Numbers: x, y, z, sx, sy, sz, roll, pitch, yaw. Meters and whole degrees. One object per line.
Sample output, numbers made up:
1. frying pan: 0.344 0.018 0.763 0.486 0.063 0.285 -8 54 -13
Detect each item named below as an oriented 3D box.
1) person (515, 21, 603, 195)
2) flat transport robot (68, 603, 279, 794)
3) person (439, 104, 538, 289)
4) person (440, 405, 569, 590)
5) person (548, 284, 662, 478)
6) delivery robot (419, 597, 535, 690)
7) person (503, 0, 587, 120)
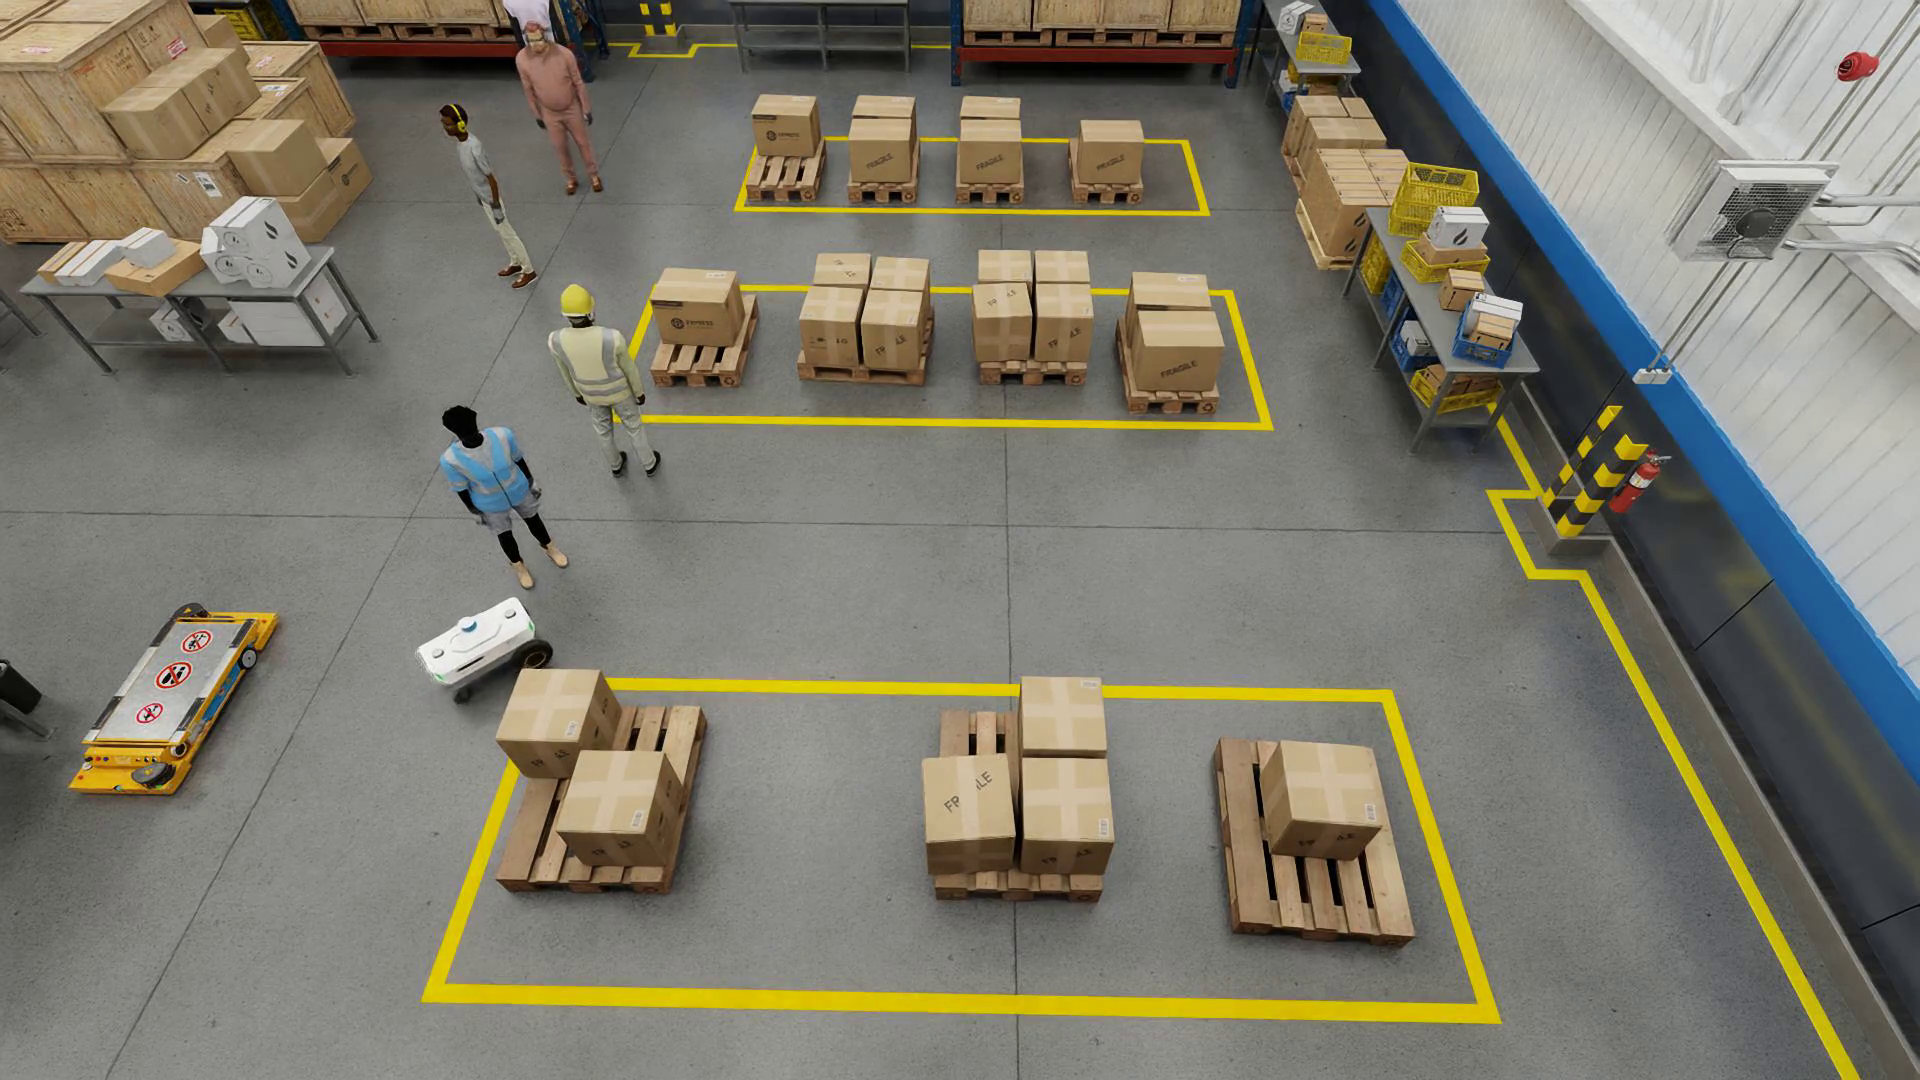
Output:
1. person: -4.541 -4.890 10.433 0.651 1.897 0.395 -10 51 -9
2. flat transport robot: -5.504 1.072 6.442 0.652 0.197 1.431 1 50 1
3. person: -4.754 -3.432 9.210 0.328 1.876 0.514 -35 58 -26
4. person: -3.333 -0.316 6.688 0.541 1.696 0.315 -36 59 -27
5. person: -2.847 -1.228 7.380 0.595 1.825 0.403 -1 50 -1
6. delivery robot: -3.402 0.721 6.495 0.707 0.478 0.477 -33 57 -25
7. person: -5.214 -6.164 11.491 0.587 1.922 0.390 -9 50 -7
